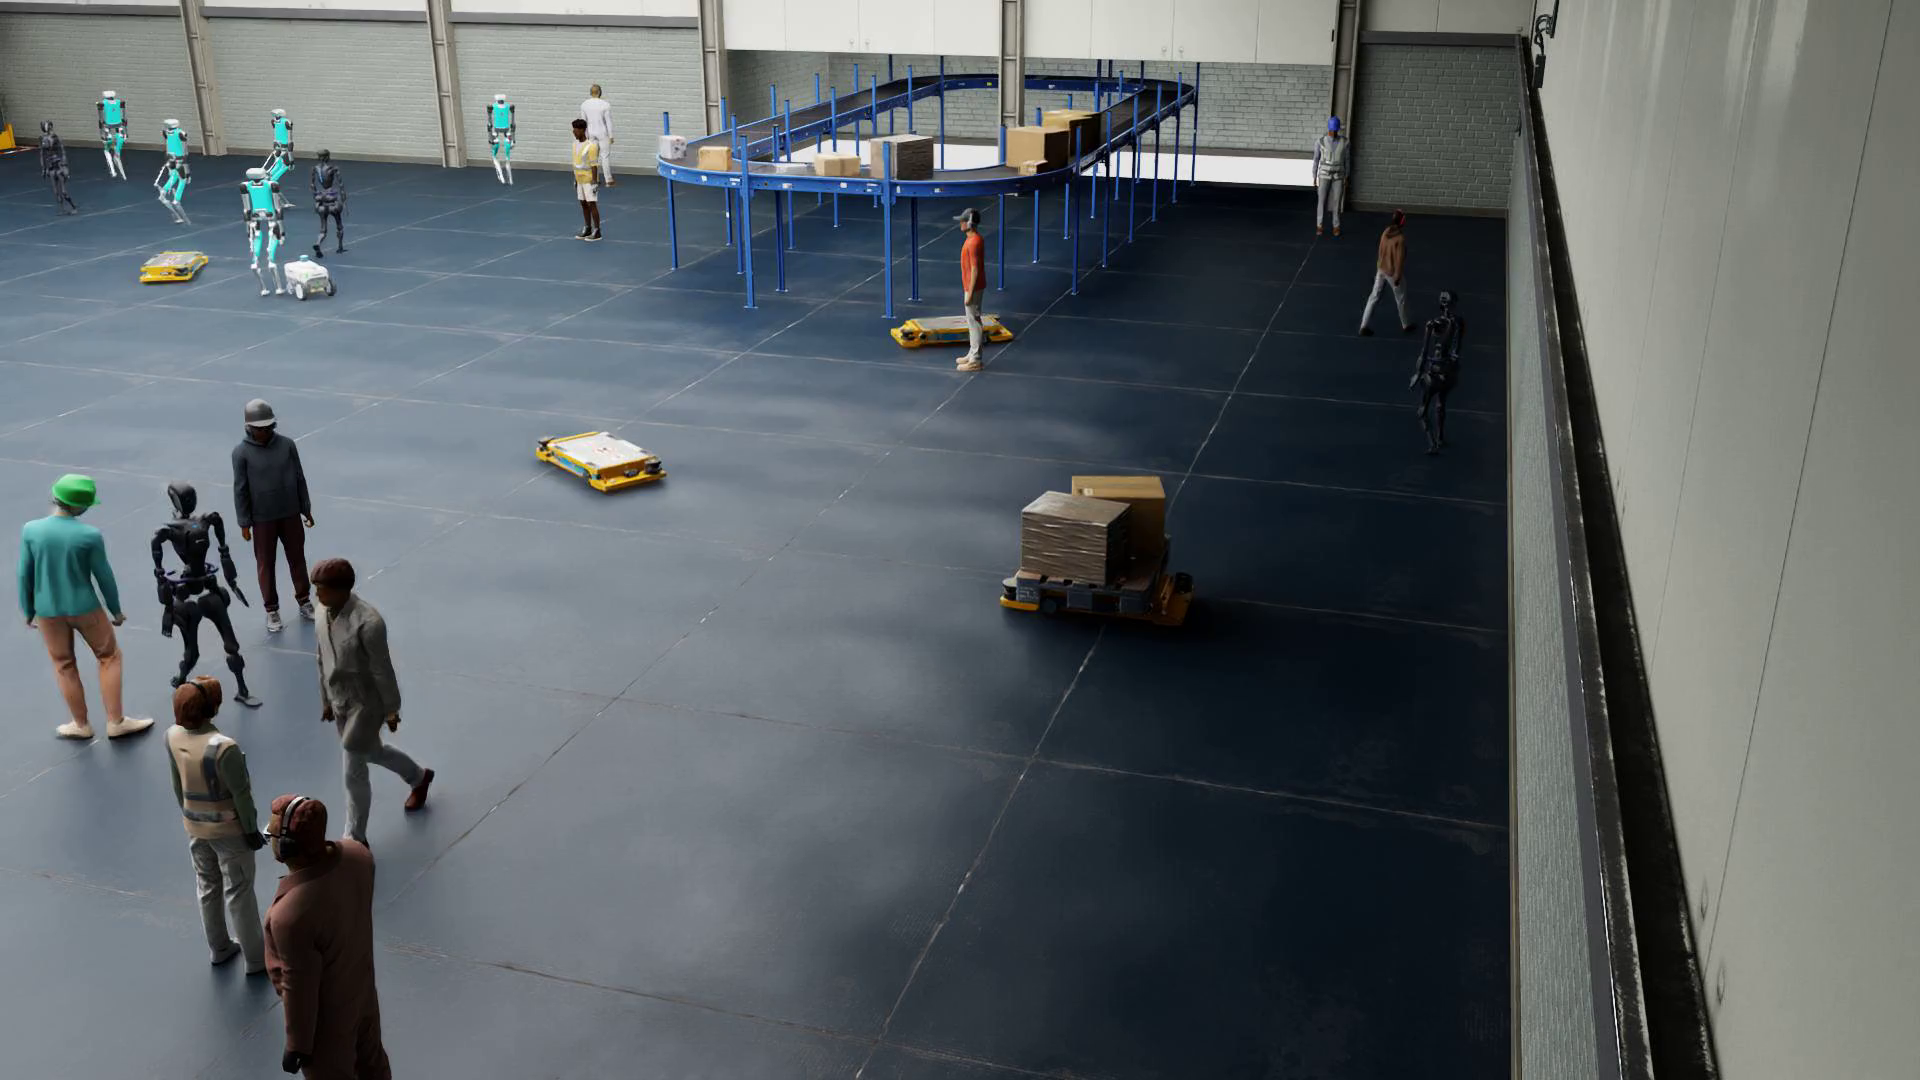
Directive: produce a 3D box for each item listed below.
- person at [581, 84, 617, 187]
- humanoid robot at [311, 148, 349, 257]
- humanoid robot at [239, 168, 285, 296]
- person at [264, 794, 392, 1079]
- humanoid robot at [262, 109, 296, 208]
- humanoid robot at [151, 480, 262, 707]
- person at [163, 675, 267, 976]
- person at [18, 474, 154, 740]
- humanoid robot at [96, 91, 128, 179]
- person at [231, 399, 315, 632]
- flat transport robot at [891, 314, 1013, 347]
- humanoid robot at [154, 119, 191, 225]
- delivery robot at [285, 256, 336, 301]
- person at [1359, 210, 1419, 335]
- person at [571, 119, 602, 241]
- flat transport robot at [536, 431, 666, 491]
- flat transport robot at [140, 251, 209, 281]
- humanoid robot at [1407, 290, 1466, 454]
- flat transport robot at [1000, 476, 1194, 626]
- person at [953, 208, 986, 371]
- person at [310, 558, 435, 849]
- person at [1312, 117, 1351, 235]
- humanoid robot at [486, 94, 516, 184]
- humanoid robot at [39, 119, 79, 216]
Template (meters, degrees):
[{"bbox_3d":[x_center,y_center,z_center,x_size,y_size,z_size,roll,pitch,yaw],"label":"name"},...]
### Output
[{"bbox_3d":[-6.961,-7.799,32.087,0.634,1.937,0.355,6,22,16],"label":"person"},{"bbox_3d":[-9.872,-5.253,25.894,0.589,1.639,0.697,4,21,10],"label":"humanoid robot"},{"bbox_3d":[-9.676,-4.242,23.052,0.530,1.733,0.680,-2,21,-6],"label":"humanoid robot"},{"bbox_3d":[-2.648,1.916,6.934,0.411,1.909,0.637,2,21,6],"label":"person"},{"bbox_3d":[-12.162,-6.758,29.525,0.530,1.705,0.714,15,26,34],"label":"humanoid robot"},{"bbox_3d":[-5.198,0.365,11.337,0.734,1.631,0.610,13,25,31],"label":"humanoid robot"},{"bbox_3d":[-3.773,1.459,8.481,0.512,1.641,0.311,10,23,25],"label":"person"},{"bbox_3d":[-5.745,0.464,10.821,0.659,1.826,0.350,-6,22,-16],"label":"person"},{"bbox_3d":[-16.772,-7.956,32.856,0.812,1.831,0.532,18,27,39],"label":"humanoid robot"},{"bbox_3d":[-5.180,-0.204,12.570,0.546,1.807,0.379,-17,27,-37],"label":"person"},{"bbox_3d":[-0.105,-2.644,21.036,1.431,0.231,0.659,-5,22,-14],"label":"flat transport robot"},{"bbox_3d":[-13.399,-6.176,28.219,0.541,1.846,0.676,12,24,28],"label":"humanoid robot"},{"bbox_3d":[-9.153,-3.675,23.336,0.809,0.611,0.499,20,29,41],"label":"delivery robot"},{"bbox_3d":[5.489,-3.400,21.133,0.904,1.596,0.458,-13,24,-29],"label":"person"},{"bbox_3d":[-6.076,-5.850,27.013,0.365,1.958,0.603,-18,28,-39],"label":"person"},{"bbox_3d":[-3.519,-0.788,16.223,0.659,0.231,1.431,-17,27,-37],"label":"flat transport robot"},{"bbox_3d":[-11.692,-4.078,24.756,0.659,0.231,1.431,-4,21,-11],"label":"flat transport robot"},{"bbox_3d":[4.766,-1.669,16.575,0.603,1.658,0.472,-12,24,-28],"label":"humanoid robot"},{"bbox_3d":[1.084,0.408,13.118,1.431,0.231,0.659,6,22,15],"label":"flat transport robot"},{"bbox_3d":[0.115,-2.938,19.518,0.389,1.913,0.473,0,21,1],"label":"person"},{"bbox_3d":[-3.471,0.908,9.696,0.520,1.791,0.892,13,24,30],"label":"person"},{"bbox_3d":[6.118,-6.000,27.436,0.615,1.933,0.416,1,21,1],"label":"person"},{"bbox_3d":[-8.904,-7.708,32.254,0.548,1.877,0.762,-10,23,-24],"label":"humanoid robot"},{"bbox_3d":[-15.848,-6.532,29.182,0.598,1.656,0.380,7,22,17],"label":"humanoid robot"}]
